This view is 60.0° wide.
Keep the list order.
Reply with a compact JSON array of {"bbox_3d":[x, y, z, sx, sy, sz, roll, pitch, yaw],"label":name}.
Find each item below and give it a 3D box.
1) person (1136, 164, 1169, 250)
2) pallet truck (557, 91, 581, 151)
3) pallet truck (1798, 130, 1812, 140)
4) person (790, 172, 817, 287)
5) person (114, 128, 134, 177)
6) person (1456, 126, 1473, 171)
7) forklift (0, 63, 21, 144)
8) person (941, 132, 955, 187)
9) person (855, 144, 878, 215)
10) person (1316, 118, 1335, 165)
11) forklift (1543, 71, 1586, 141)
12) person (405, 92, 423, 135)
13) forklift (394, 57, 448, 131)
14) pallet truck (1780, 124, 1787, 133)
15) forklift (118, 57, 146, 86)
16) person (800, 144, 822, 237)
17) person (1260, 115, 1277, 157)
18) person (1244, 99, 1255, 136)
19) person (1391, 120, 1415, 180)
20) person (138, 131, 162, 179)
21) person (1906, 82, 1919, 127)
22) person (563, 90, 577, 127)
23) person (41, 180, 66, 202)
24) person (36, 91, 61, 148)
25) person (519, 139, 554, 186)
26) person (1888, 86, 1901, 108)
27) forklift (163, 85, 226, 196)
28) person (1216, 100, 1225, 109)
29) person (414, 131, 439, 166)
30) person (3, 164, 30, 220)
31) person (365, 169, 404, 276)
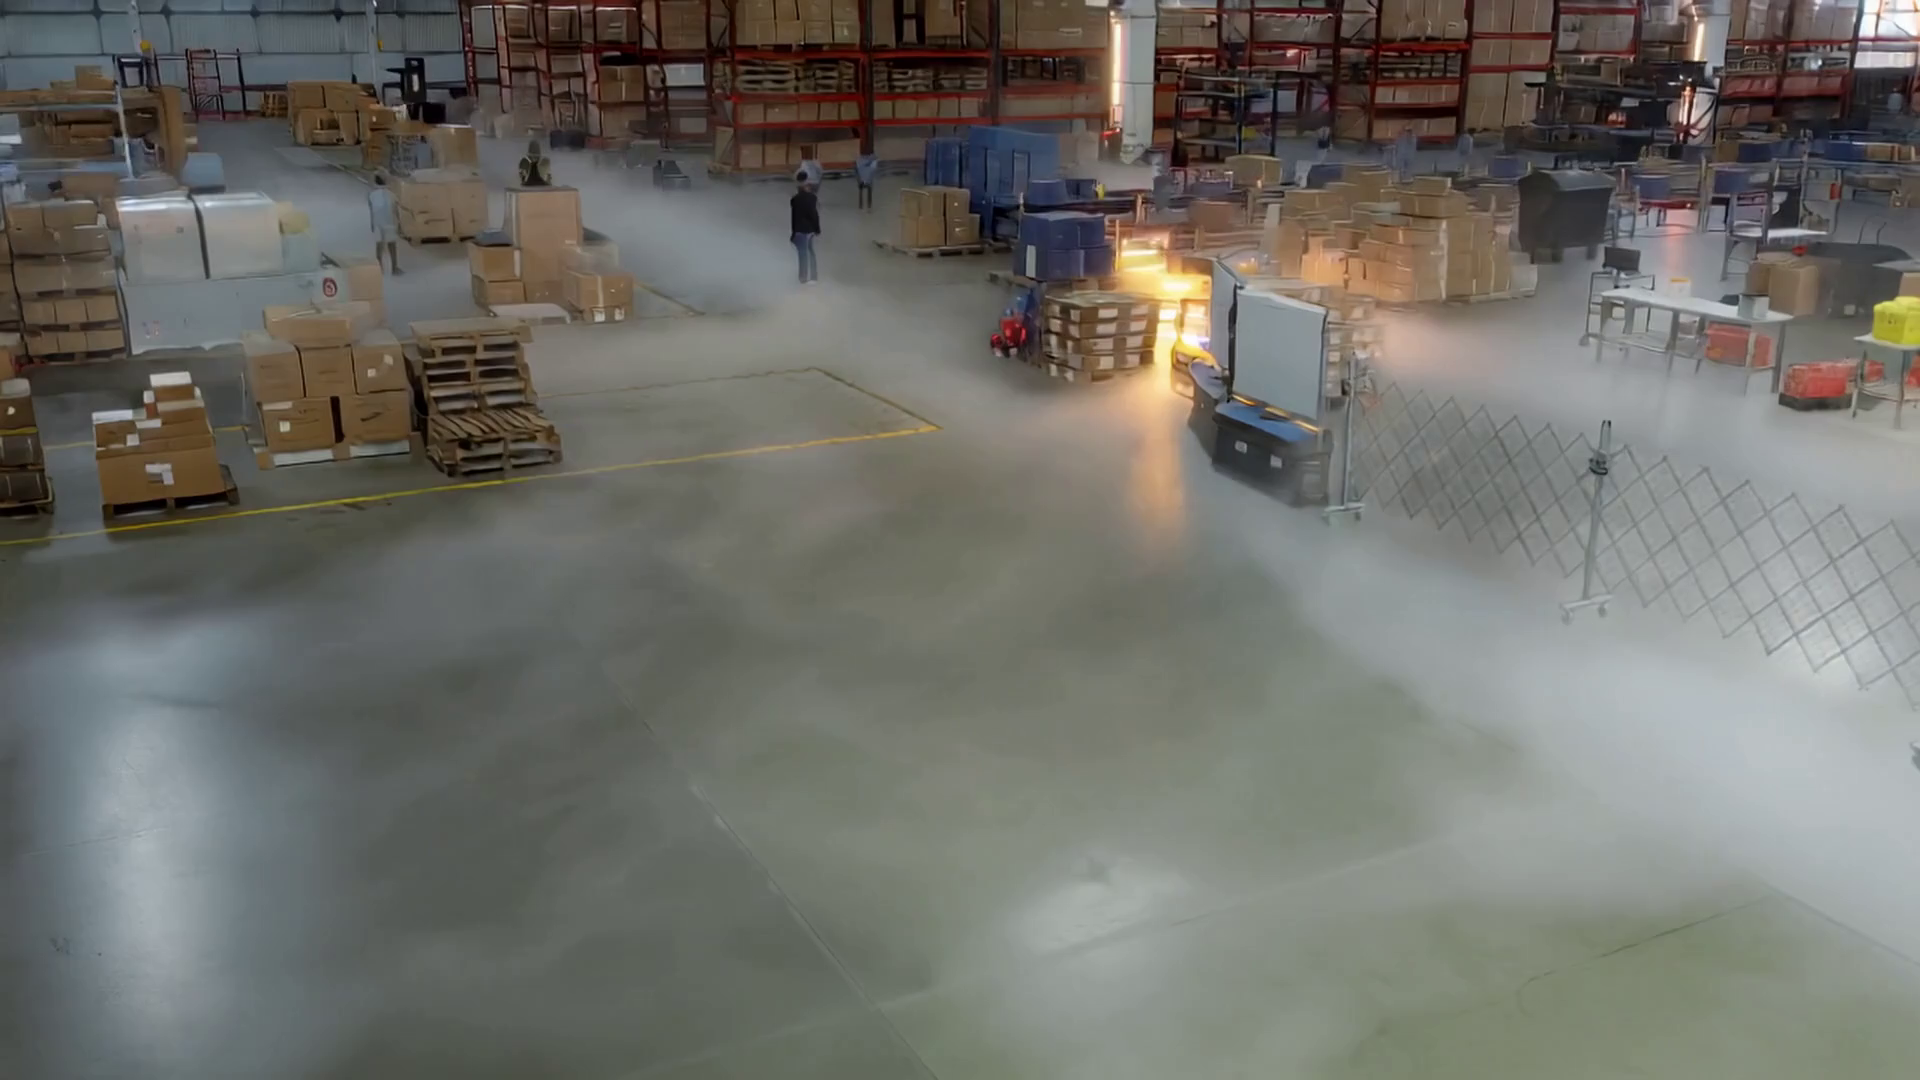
[{"bbox_3d":[4.078,-6.740,33.721,0.915,1.722,0.527,-8,19,-23],"label":"person"},{"bbox_3d":[-13.495,-14.412,57.188,0.823,1.965,1.885,-3,18,-9],"label":"pallet truck"},{"bbox_3d":[25.526,-11.556,49.408,1.630,1.274,0.653,-9,20,-26],"label":"pallet truck"},{"bbox_3d":[-2.764,-5.454,29.261,0.385,1.997,0.613,14,23,37],"label":"person"},{"bbox_3d":[-21.370,-9.576,42.401,1.021,1.829,0.584,-10,20,-29],"label":"person"},{"bbox_3d":[13.896,-10.578,45.824,0.275,1.629,0.509,-14,22,-36],"label":"person"},{"bbox_3d":[-34.572,-15.629,59.561,1.129,2.768,1.873,-12,22,-34],"label":"forklift"},{"bbox_3d":[-0.341,-9.339,41.765,0.429,1.750,0.577,-5,18,-14],"label":"person"},{"bbox_3d":[-2.225,-8.568,39.538,0.539,1.639,0.898,0,18,1],"label":"person"},{"bbox_3d":[10.683,-11.561,48.860,0.888,1.655,0.545,-14,22,-37],"label":"person"},{"bbox_3d":[18.685,-13.231,52.085,1.873,2.768,1.129,-9,20,-26],"label":"forklift"},{"bbox_3d":[-19.188,-14.798,58.541,0.609,1.909,0.386,2,18,6],"label":"person"},{"bbox_3d":[-21.553,-17.740,66.141,1.873,2.768,1.129,6,19,17],"label":"forklift"},{"bbox_3d":[25.206,-12.542,52.601,1.601,1.201,0.680,0,18,-2],"label":"pallet truck"},{"bbox_3d":[-33.164,-17.981,66.893,1.129,2.768,1.873,-9,20,-26],"label":"forklift"},{"bbox_3d":[-3.216,-7.482,35.632,0.603,1.967,0.366,14,23,37],"label":"person"},{"bbox_3d":[8.798,-11.209,47.492,0.441,1.812,0.611,-12,22,-34],"label":"person"},{"bbox_3d":[10.504,-15.134,59.978,0.862,1.652,0.557,3,18,9],"label":"person"},{"bbox_3d":[11.884,-10.281,44.522,0.752,1.870,0.474,12,21,33],"label":"person"},{"bbox_3d":[-19.897,-9.101,40.865,1.018,1.866,0.603,12,21,33],"label":"person"},{"bbox_3d":[37.869,-17.203,66.021,0.544,1.921,0.462,14,22,37],"label":"person"},{"bbox_3d":[-14.390,-15.680,61.399,0.430,1.841,0.624,9,20,27],"label":"person"},{"bbox_3d":[-15.995,-5.489,29.660,0.933,1.823,0.504,5,19,17],"label":"person"},{"bbox_3d":[-31.864,-14.690,58.149,0.634,1.938,0.355,-6,19,-18],"label":"person"},{"bbox_3d":[-9.174,-7.711,36.227,0.697,2.000,0.751,-1,18,-2],"label":"person"},{"bbox_3d":[36.976,-17.088,65.898,0.301,1.772,0.531,-4,18,-12],"label":"person"},{"bbox_3d":[-20.135,-10.273,42.861,1.873,2.768,1.129,-9,20,-26],"label":"forklift"},{"bbox_3d":[9.397,-15.403,60.321,1.056,1.991,0.630,15,23,39],"label":"person"},{"bbox_3d":[-13.129,-9.166,41.104,0.530,1.834,0.896,-15,23,-39],"label":"person"},{"bbox_3d":[-18.384,-6.403,32.470,0.506,1.843,0.351,3,18,8],"label":"person"},{"bbox_3d":[-10.552,-5.808,30.461,0.543,1.939,0.360,1,18,3],"label":"person"}]
